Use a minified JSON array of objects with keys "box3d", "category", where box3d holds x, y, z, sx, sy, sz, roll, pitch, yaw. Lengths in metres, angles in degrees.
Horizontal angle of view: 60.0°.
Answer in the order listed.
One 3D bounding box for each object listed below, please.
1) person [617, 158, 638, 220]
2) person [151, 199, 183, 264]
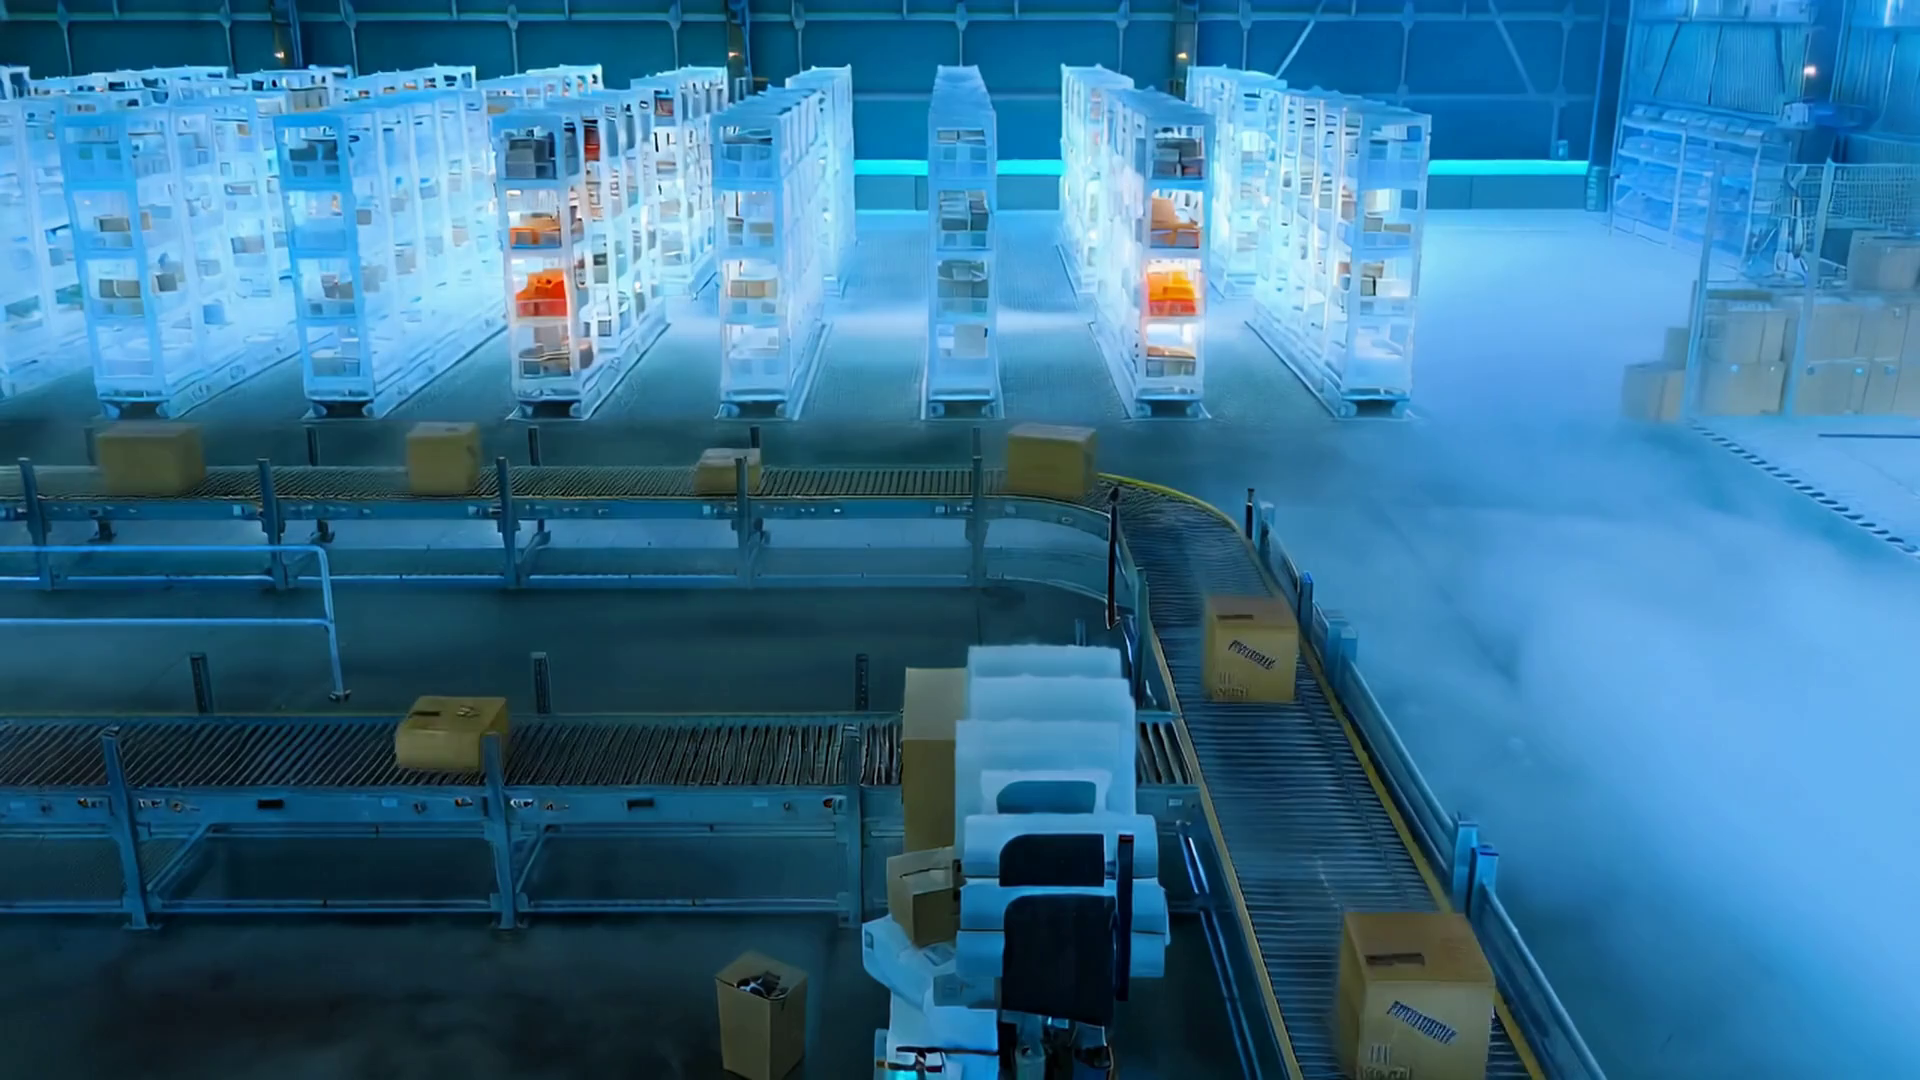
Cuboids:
[{"box3d":[-6.659,-6.790,33.586,0.575,1.829,0.450,-3,18,-8],"category":"person"},{"box3d":[-13.269,-4.873,27.755,0.943,1.778,0.609,0,18,0],"category":"person"}]
